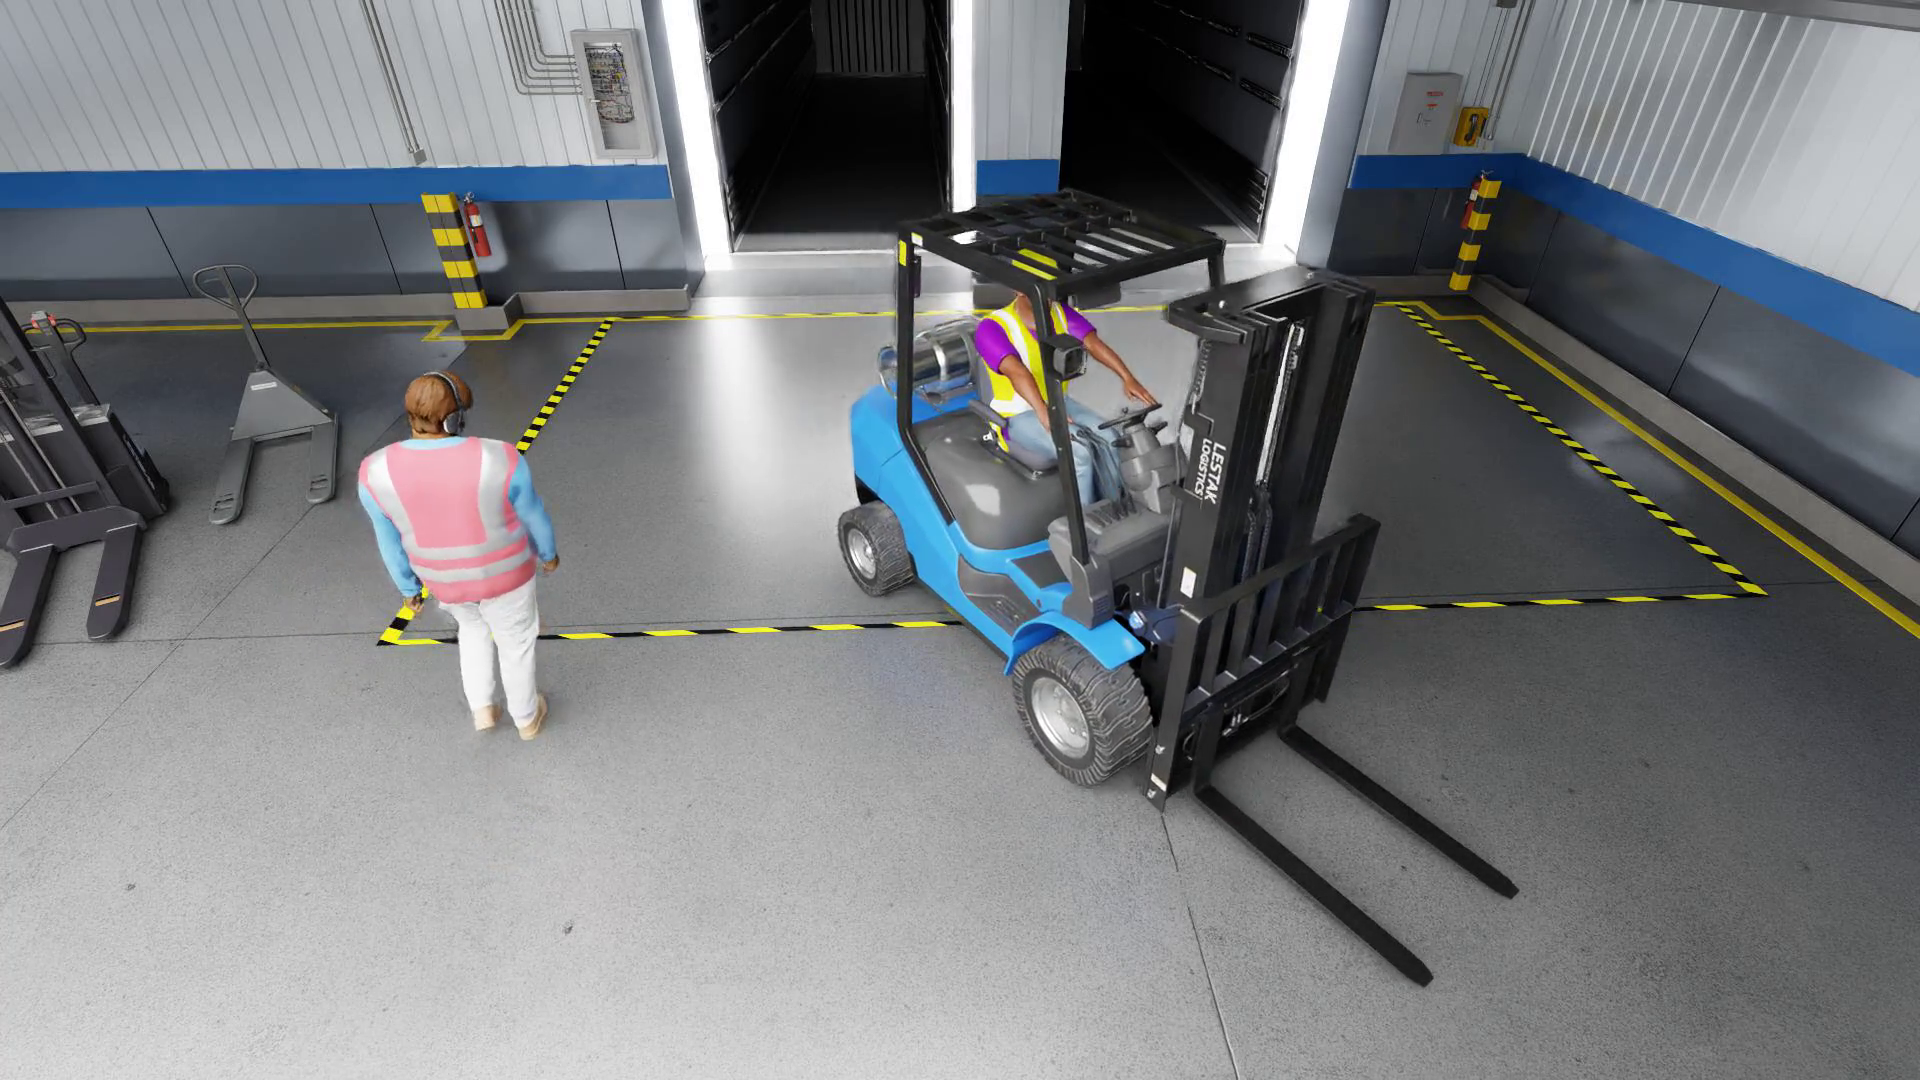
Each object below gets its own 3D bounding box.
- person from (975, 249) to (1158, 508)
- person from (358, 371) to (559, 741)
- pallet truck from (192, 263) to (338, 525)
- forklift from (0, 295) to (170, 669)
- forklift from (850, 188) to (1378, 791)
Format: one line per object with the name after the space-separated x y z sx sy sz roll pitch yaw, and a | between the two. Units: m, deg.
0.514 -0.608 4.224 0.630 1.294 1.004 -22 41 -29 | person
-2.058 0.137 3.961 0.648 1.812 0.448 -6 35 -8 | person
-4.778 -1.027 6.128 0.680 1.201 1.601 -17 38 -23 | pallet truck
-5.212 -0.618 4.878 0.823 1.965 1.885 -20 39 -26 | forklift
0.488 -0.485 4.376 1.157 2.036 2.680 -22 41 -29 | forklift
